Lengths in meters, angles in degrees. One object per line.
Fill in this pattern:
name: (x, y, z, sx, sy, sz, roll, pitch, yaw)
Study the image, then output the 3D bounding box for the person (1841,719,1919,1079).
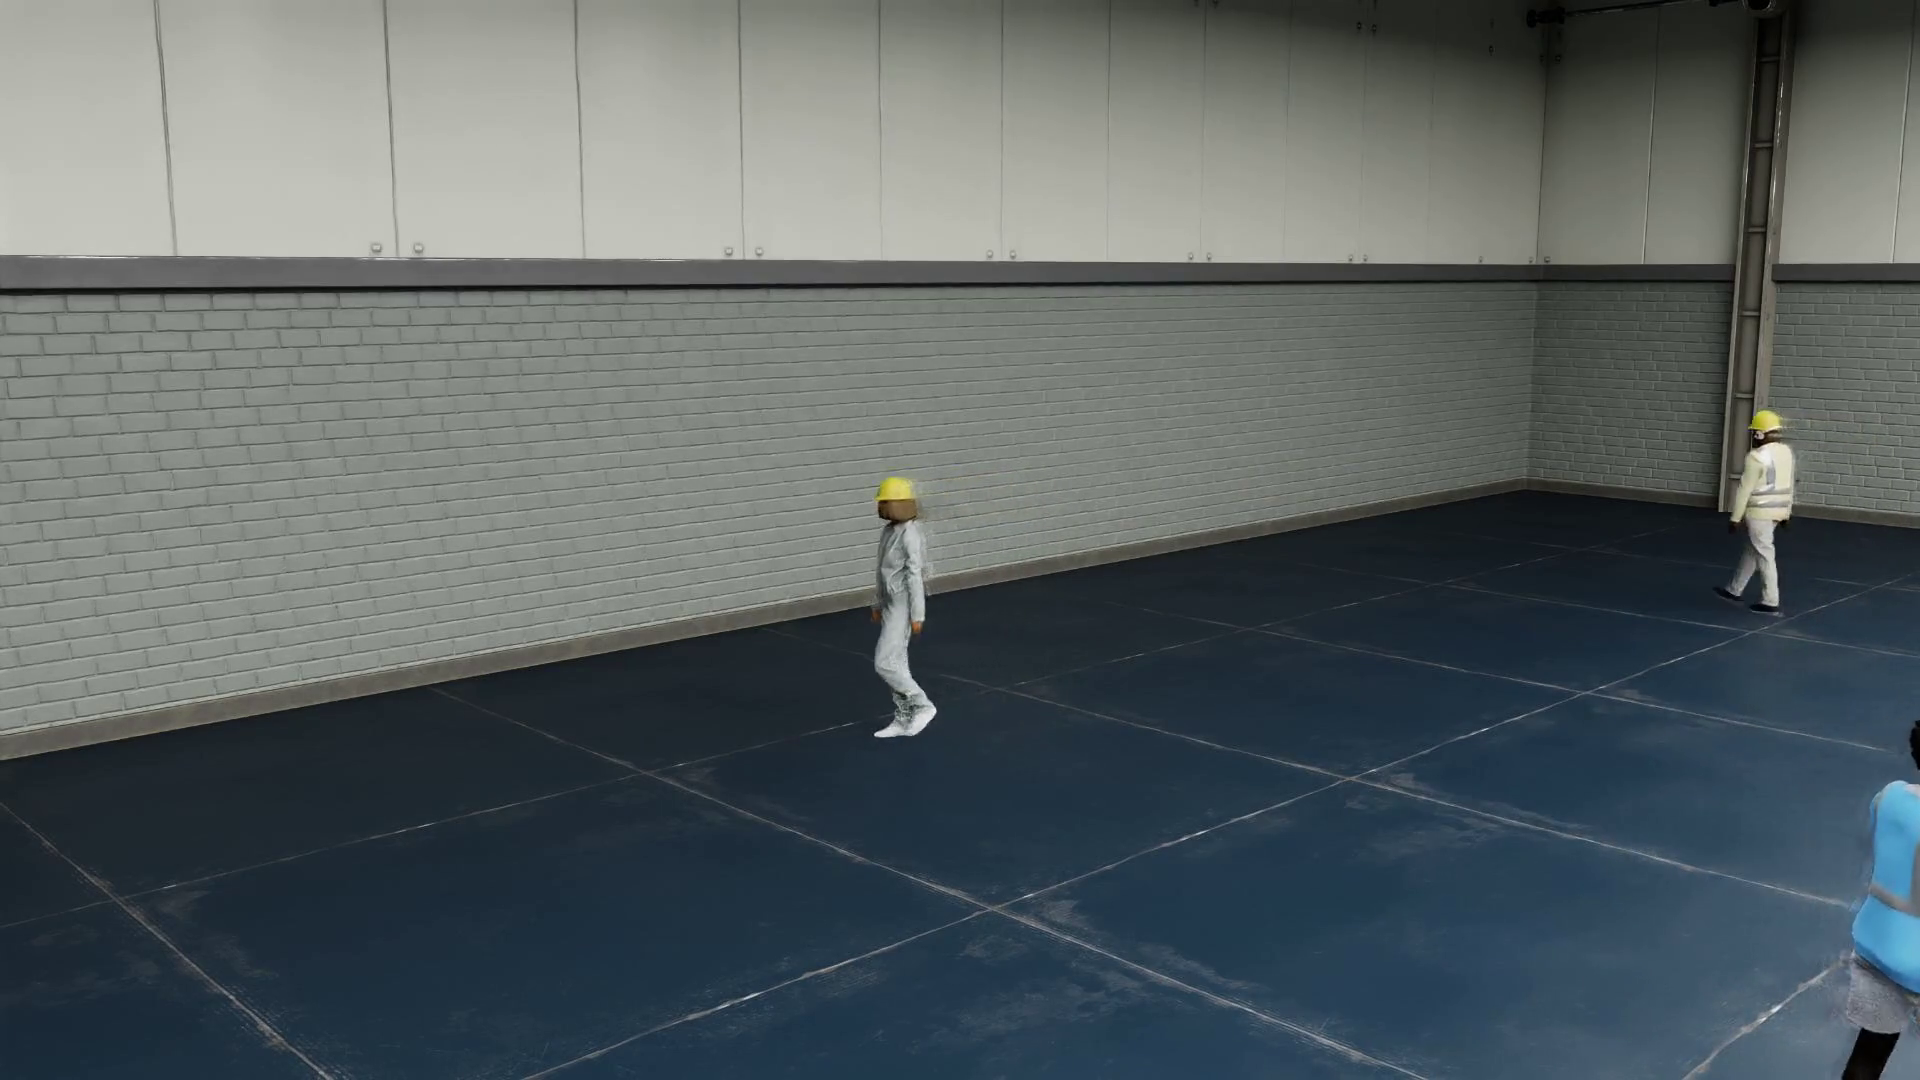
person: (3.167, 1.346, 5.340, 0.674, 1.673, 0.545, 0, 9, -3)

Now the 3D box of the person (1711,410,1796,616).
person: (7.046, -0.255, 14.873, 0.621, 1.801, 0.821, -6, 11, -33)

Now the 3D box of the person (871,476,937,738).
person: (-0.433, 0.446, 10.759, 0.365, 1.729, 0.491, -3, 10, -17)
